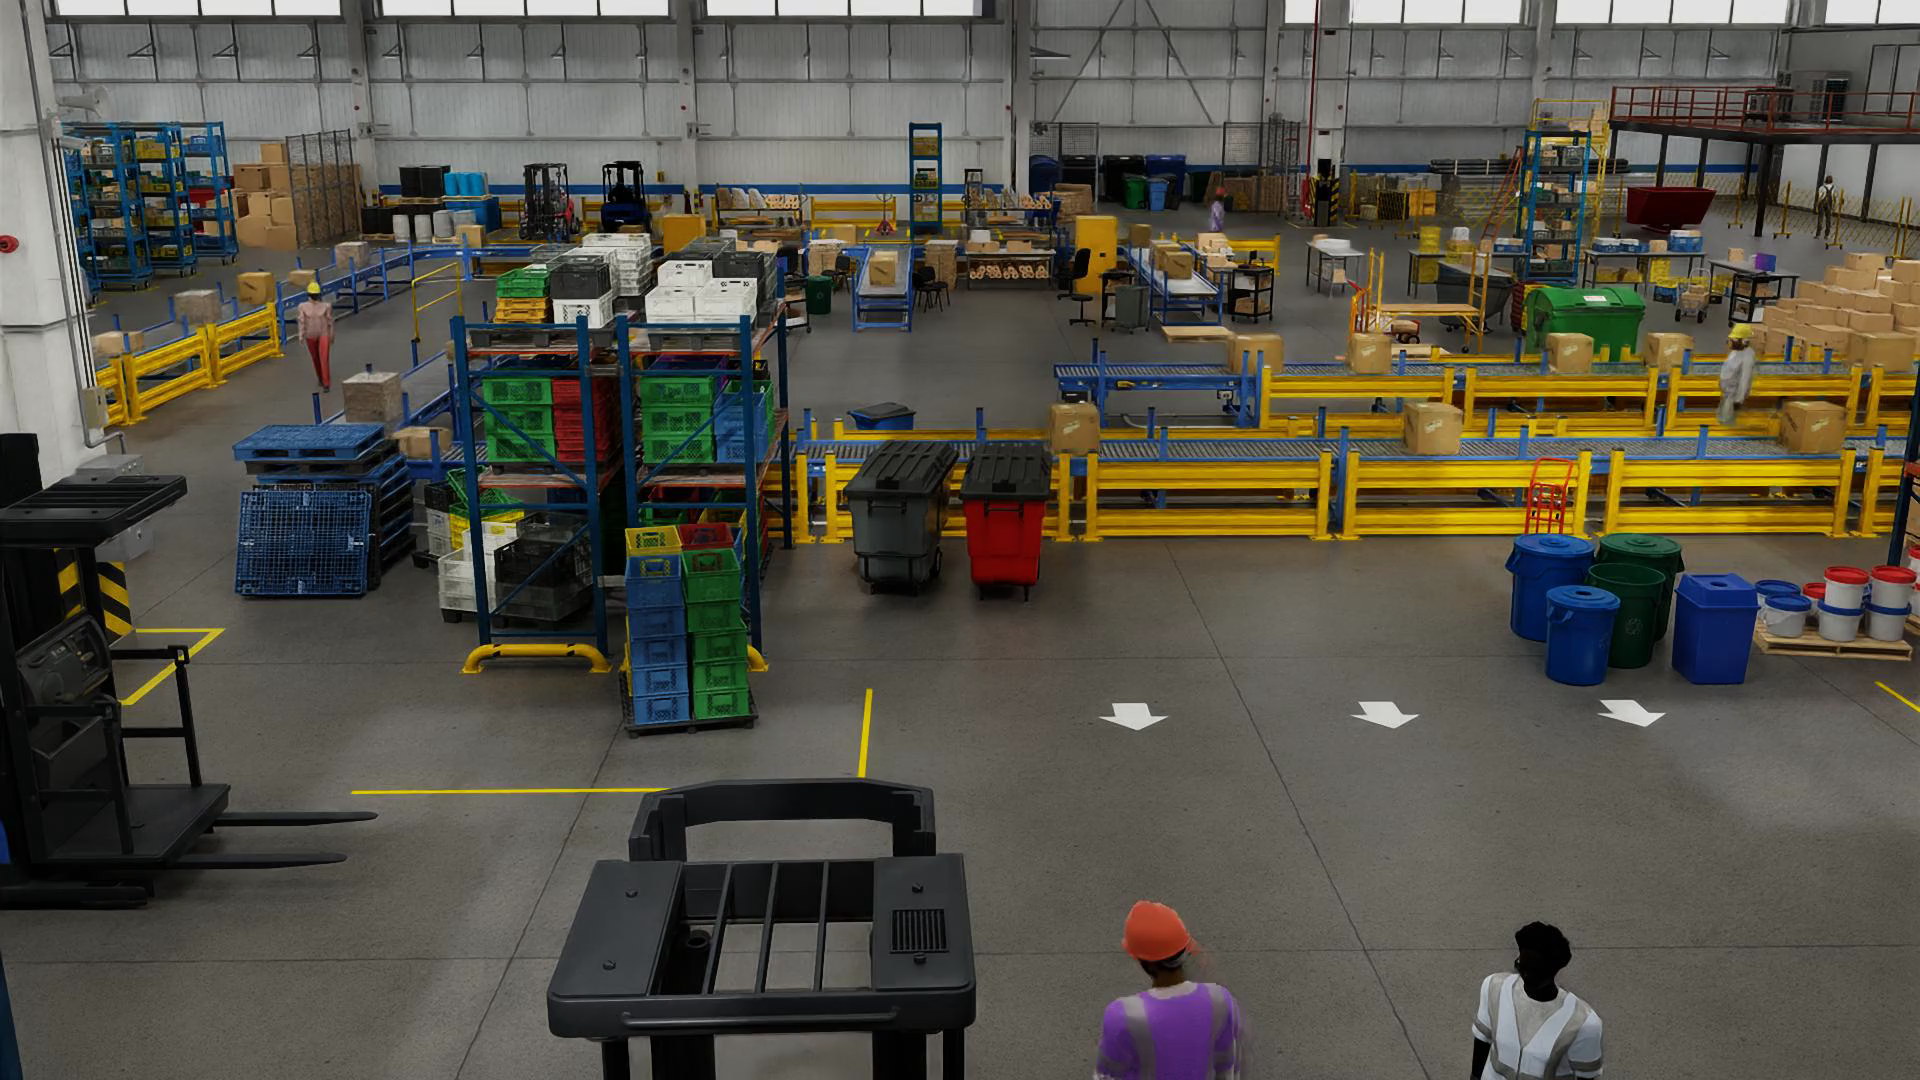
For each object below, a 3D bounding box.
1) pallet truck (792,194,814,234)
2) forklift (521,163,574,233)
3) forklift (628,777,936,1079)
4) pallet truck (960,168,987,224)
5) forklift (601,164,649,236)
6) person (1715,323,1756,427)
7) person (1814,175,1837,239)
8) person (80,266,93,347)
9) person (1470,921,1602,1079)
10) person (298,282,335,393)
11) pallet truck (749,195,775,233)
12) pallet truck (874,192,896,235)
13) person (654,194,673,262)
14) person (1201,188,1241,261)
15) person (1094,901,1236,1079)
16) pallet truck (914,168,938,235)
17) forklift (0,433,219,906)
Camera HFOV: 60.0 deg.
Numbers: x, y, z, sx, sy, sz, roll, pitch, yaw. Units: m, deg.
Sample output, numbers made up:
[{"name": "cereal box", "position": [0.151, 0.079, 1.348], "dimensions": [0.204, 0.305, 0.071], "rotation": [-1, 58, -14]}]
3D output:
[{"name": "pallet truck", "position": [-4.814, -9.883, 50.259], "dimensions": [0.704, 1.261, 1.522], "rotation": [-1, 16, -3]}, {"name": "forklift", "position": [-12.233, -10.122, 49.298], "dimensions": [1.157, 1.987, 2.680], "rotation": [0, 16, -1]}, {"name": "forklift", "position": [-0.542, 2.165, 5.552], "dimensions": [1.129, 2.768, 1.873], "rotation": [-1, 16, -2]}, {"name": "pallet truck", "position": [0.383, -10.230, 50.206], "dimensions": [0.823, 1.965, 1.885], "rotation": [-1, 16, -3]}, {"name": "forklift", "position": [-9.948, -10.127, 49.296], "dimensions": [1.157, 1.987, 2.680], "rotation": [-1, 16, -3]}, {"name": "person", "position": [10.101, -1.919, 21.629], "dimensions": [0.521, 1.818, 0.613], "rotation": [3, 16, 10]}, {"name": "person", "position": [25.475, -9.793, 48.958], "dimensions": [0.517, 1.843, 0.326], "rotation": [2, 16, 8]}, {"name": "person", "position": [-15.650, -4.209, 29.373], "dimensions": [0.615, 1.942, 0.407], "rotation": [-2, 16, -6]}, {"name": "person", "position": [2.368, 2.369, 6.951], "dimensions": [0.541, 1.695, 0.316], "rotation": [14, 21, 39]}, {"name": "person", "position": [-10.203, -3.252, 26.428], "dimensions": [0.524, 1.729, 0.866], "rotation": [-3, 16, -11]}, {"name": "pallet truck", "position": [-6.051, -9.967, 50.660], "dimensions": [0.680, 1.201, 1.601], "rotation": [0, 16, -1]}, {"name": "pallet truck", "position": [-2.277, -9.986, 50.594], "dimensions": [0.653, 1.274, 1.630], "rotation": [0, 16, -1]}, {"name": "person", "position": [-7.333, -7.773, 41.921], "dimensions": [0.992, 1.853, 0.666], "rotation": [-1, 16, -3]}, {"name": "person", "position": [6.611, -7.934, 42.249], "dimensions": [1.059, 1.986, 0.616], "rotation": [9, 19, 30]}, {"name": "person", "position": [0.804, 2.328, 6.710], "dimensions": [0.550, 1.908, 0.496], "rotation": [-6, 17, -21]}, {"name": "pallet truck", "position": [-0.989, -10.316, 50.507], "dimensions": [0.823, 1.965, 1.885], "rotation": [1, 16, 3]}, {"name": "forklift", "position": [-5.952, 0.780, 10.366], "dimensions": [1.873, 2.768, 1.129], "rotation": [0, 16, -1]}]
